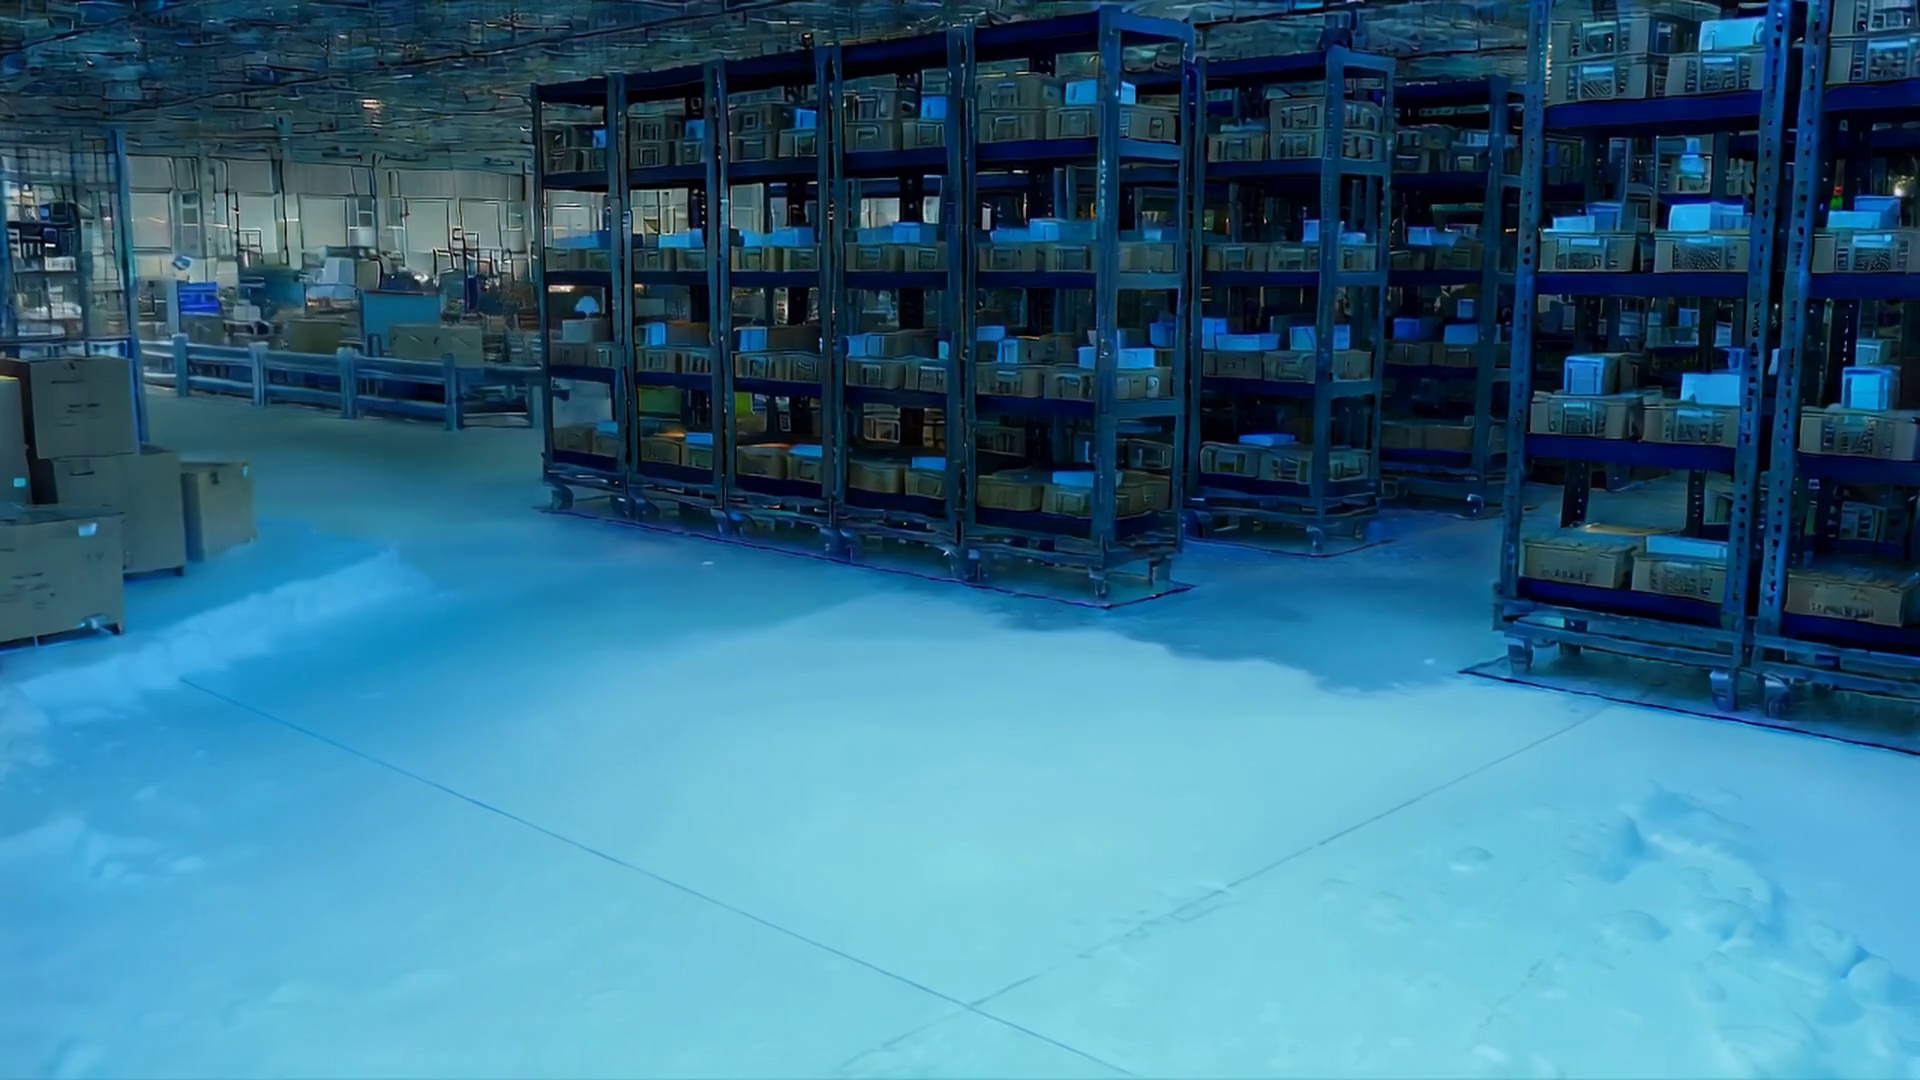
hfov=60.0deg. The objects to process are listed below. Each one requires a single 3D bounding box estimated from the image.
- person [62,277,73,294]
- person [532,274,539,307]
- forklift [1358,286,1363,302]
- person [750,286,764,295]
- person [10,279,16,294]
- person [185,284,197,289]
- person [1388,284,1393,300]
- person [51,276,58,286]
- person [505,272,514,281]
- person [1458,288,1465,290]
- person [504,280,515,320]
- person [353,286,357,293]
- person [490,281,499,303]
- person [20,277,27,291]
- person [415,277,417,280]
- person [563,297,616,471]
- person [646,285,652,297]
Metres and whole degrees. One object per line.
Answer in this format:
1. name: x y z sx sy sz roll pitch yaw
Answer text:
1. person: -29.221 -7.743 54.332 0.569 1.924 0.496 5 11 29
2. person: -15.824 -8.978 62.101 0.521 1.865 0.328 8 12 39
3. forklift: 11.100 -7.017 46.970 1.873 2.768 1.129 9 13 43
4. person: -8.527 -10.268 69.470 0.690 2.000 0.538 -7 12 -38
5. person: -41.355 -10.716 72.494 0.382 1.951 0.605 -7 12 -37
6. person: -29.391 -9.277 63.773 0.598 1.915 0.562 5 10 28
7. person: 13.032 -7.031 50.003 0.432 1.922 0.562 7 12 38
8. person: -40.095 -10.894 73.912 0.429 1.845 0.621 9 13 44
9. person: -23.302 -12.878 85.924 0.592 1.904 0.790 7 11 36
10. person: 16.890 -7.912 56.288 0.525 1.619 0.512 9 13 44
11. person: -15.728 -8.245 58.144 0.536 1.694 0.320 7 12 37
12. person: -23.361 -9.380 64.613 0.531 1.856 0.391 2 10 14
13. person: -16.112 -8.182 57.722 0.818 1.703 0.526 3 10 18
14. person: -36.480 -9.448 64.898 0.631 1.901 0.987 8 12 40
15. person: -28.847 -13.135 88.228 0.541 1.654 0.848 4 10 21
16. person: -3.846 -1.605 17.155 0.923 1.789 0.597 -7 12 -37
17. person: -11.560 -9.104 62.583 0.627 1.954 0.528 6 11 34
